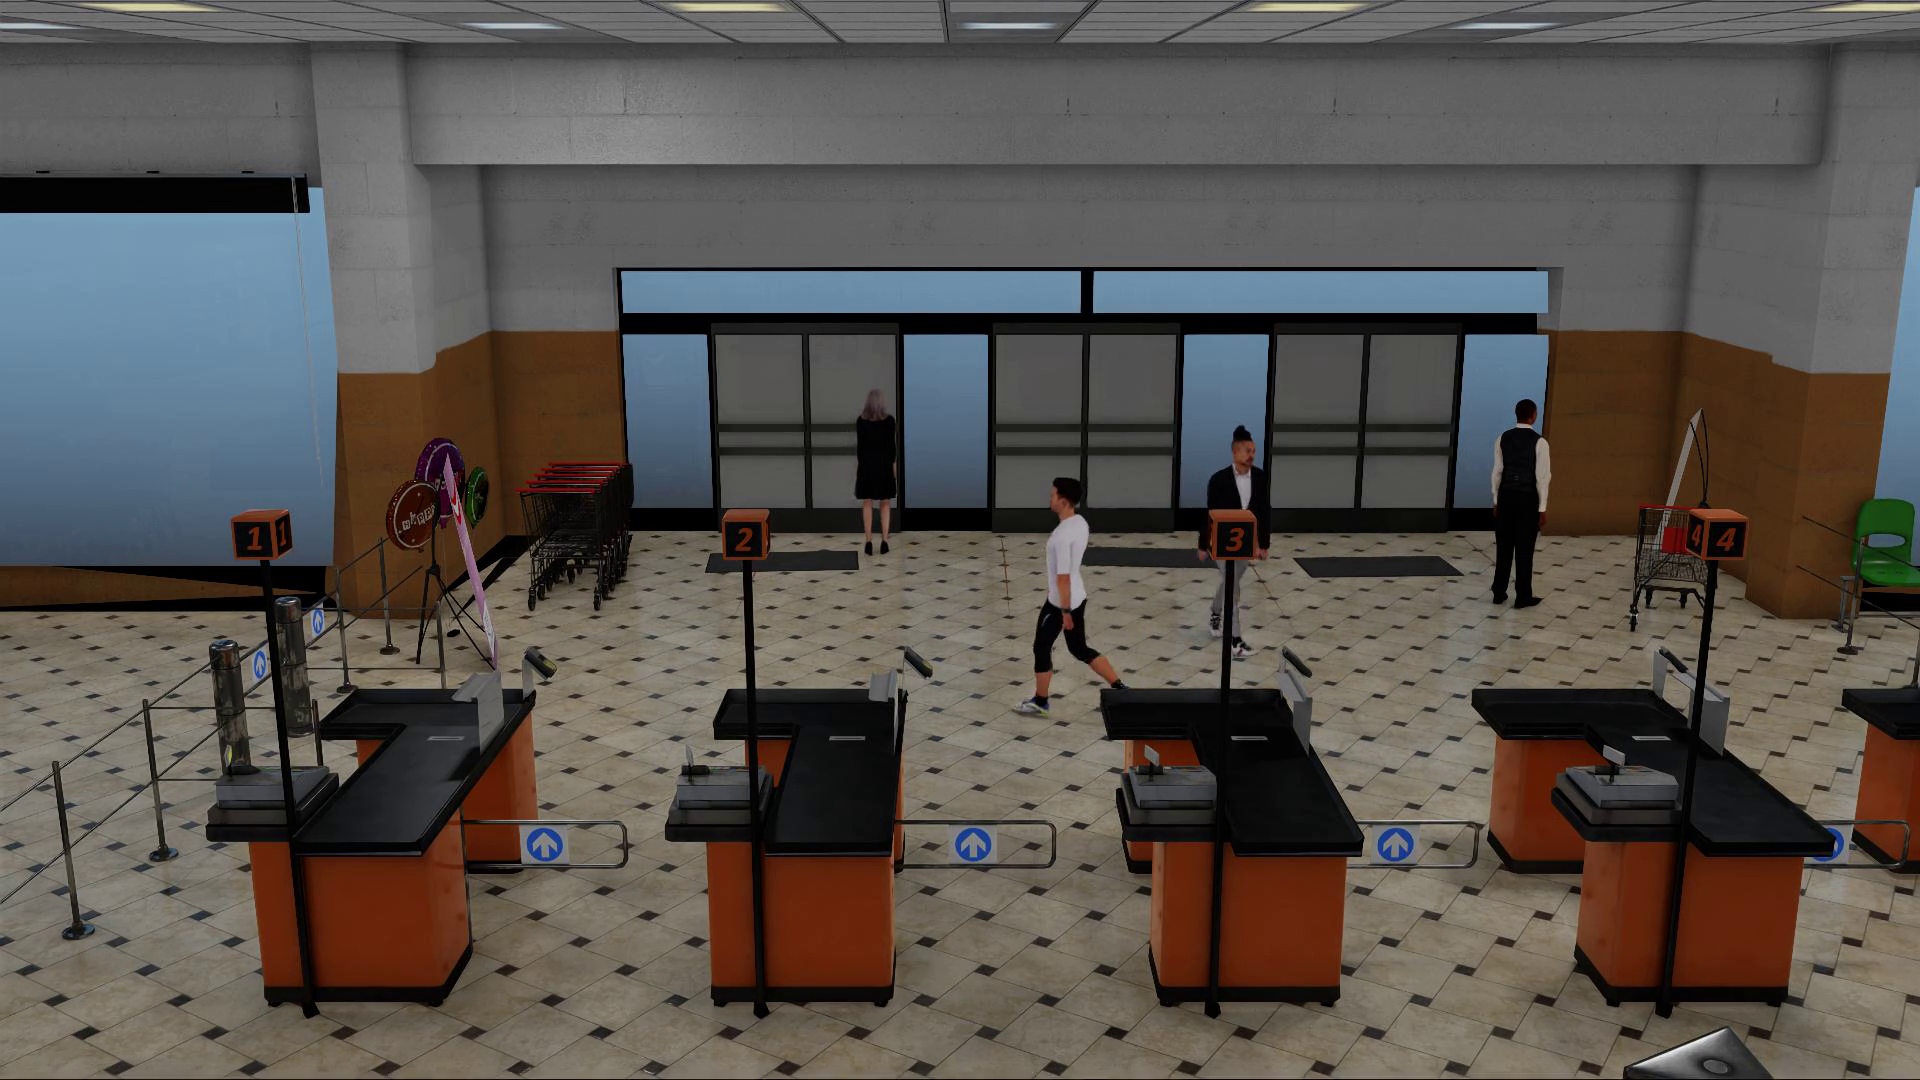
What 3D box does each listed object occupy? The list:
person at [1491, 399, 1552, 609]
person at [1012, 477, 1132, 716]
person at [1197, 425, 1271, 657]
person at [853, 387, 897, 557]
[{"bbox_3d":[5.137,-0.345,15.292,0.774,1.919,0.820,12,18,41],"label":"person"},{"bbox_3d":[0.868,0.457,12.195,1.057,1.822,1.201,7,15,25],"label":"person"},{"bbox_3d":[2.248,-0.019,13.965,1.025,1.911,1.361,-3,14,-14],"label":"person"},{"bbox_3d":[-0.870,-0.713,17.177,0.619,1.746,0.589,-1,14,-6],"label":"person"}]
